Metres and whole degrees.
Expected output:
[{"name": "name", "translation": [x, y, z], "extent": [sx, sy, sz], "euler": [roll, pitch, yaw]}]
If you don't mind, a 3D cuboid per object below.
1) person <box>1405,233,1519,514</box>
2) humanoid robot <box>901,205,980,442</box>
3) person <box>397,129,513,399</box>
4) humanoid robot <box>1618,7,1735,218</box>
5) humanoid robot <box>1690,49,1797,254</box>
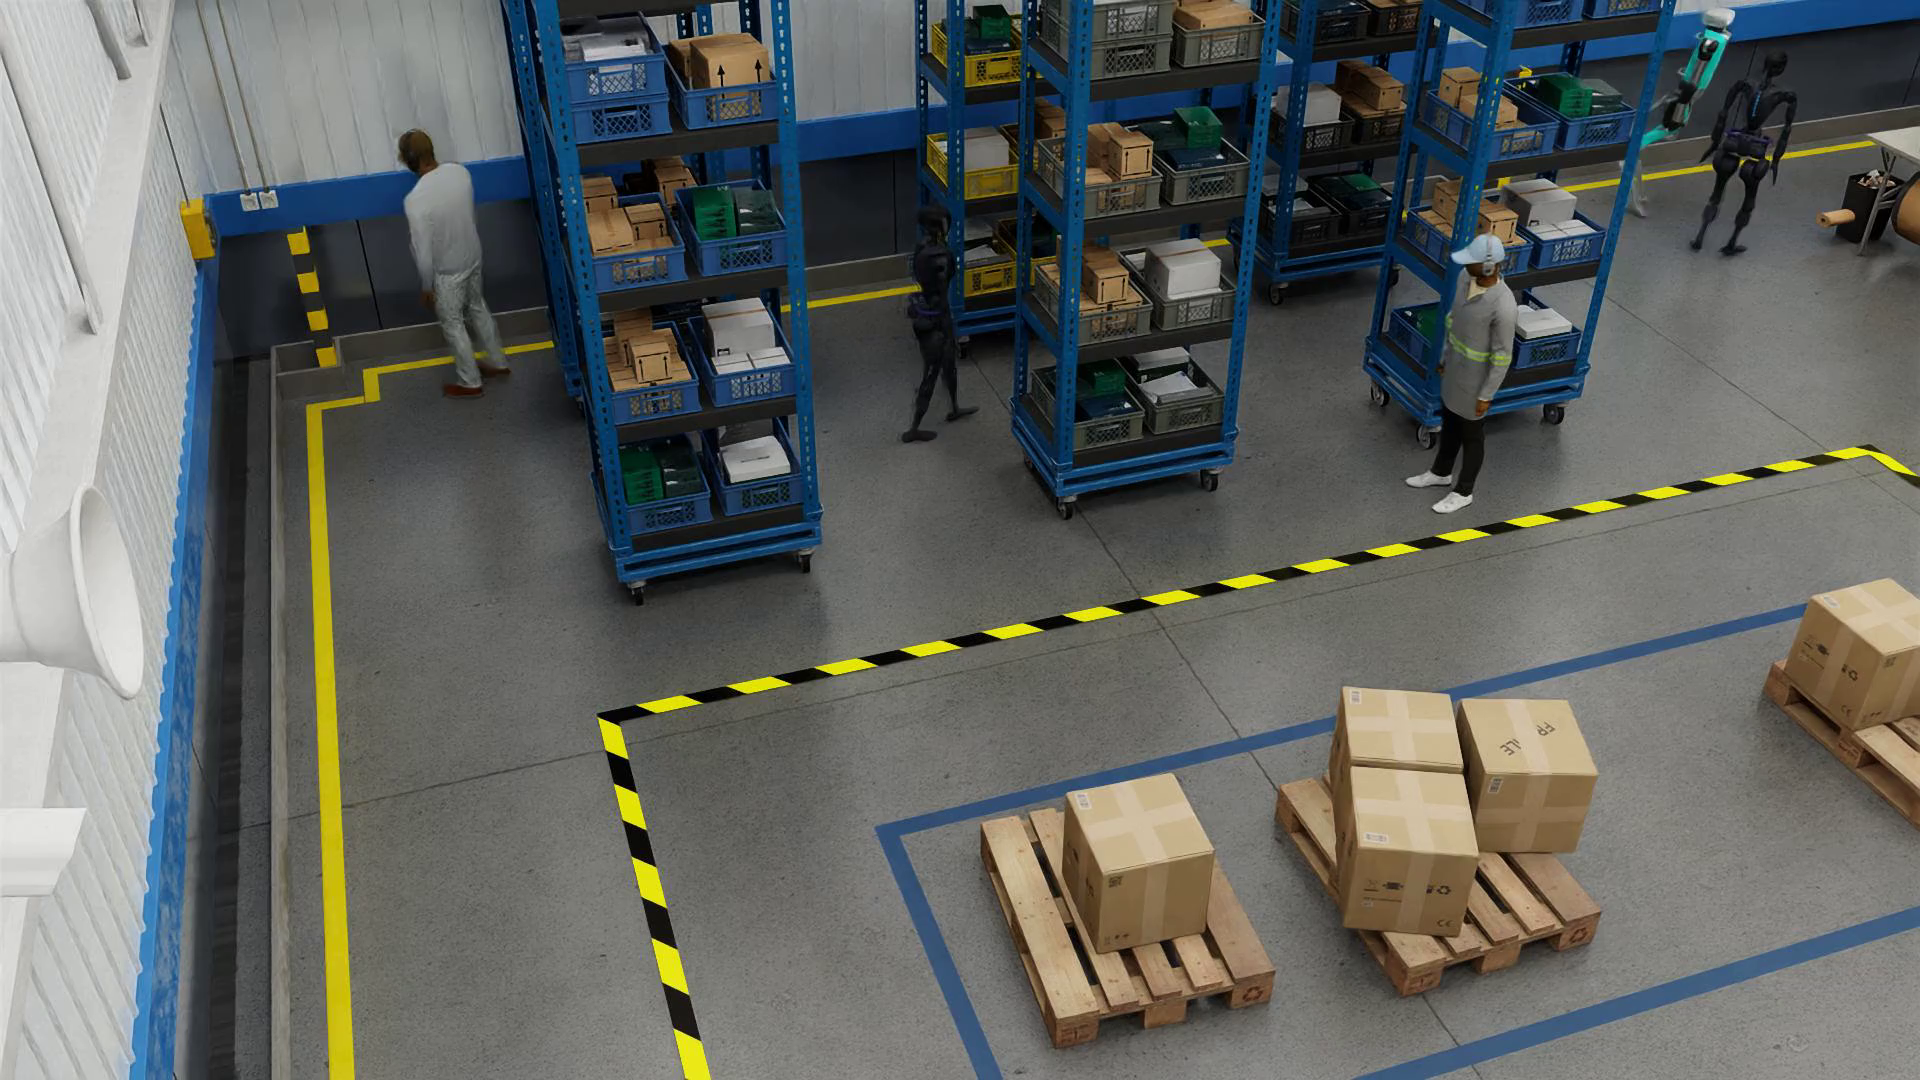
[{"name": "person", "translation": [3.070, -1.011, 10.118], "extent": [0.404, 1.848, 0.589], "euler": [-8, 36, -12]}, {"name": "humanoid robot", "translation": [-0.110, -1.412, 10.842], "extent": [0.655, 1.637, 0.600], "euler": [-10, 36, -14]}, {"name": "person", "translation": [-3.429, -1.837, 11.228], "extent": [0.432, 1.916, 0.653], "euler": [12, 37, 16]}, {"name": "humanoid robot", "translation": [5.830, -3.567, 13.832], "extent": [0.761, 1.764, 0.535], "euler": [19, 39, 25]}, {"name": "humanoid robot", "translation": [6.180, -3.056, 13.165], "extent": [0.603, 1.646, 0.381], "euler": [24, 42, 30]}]
